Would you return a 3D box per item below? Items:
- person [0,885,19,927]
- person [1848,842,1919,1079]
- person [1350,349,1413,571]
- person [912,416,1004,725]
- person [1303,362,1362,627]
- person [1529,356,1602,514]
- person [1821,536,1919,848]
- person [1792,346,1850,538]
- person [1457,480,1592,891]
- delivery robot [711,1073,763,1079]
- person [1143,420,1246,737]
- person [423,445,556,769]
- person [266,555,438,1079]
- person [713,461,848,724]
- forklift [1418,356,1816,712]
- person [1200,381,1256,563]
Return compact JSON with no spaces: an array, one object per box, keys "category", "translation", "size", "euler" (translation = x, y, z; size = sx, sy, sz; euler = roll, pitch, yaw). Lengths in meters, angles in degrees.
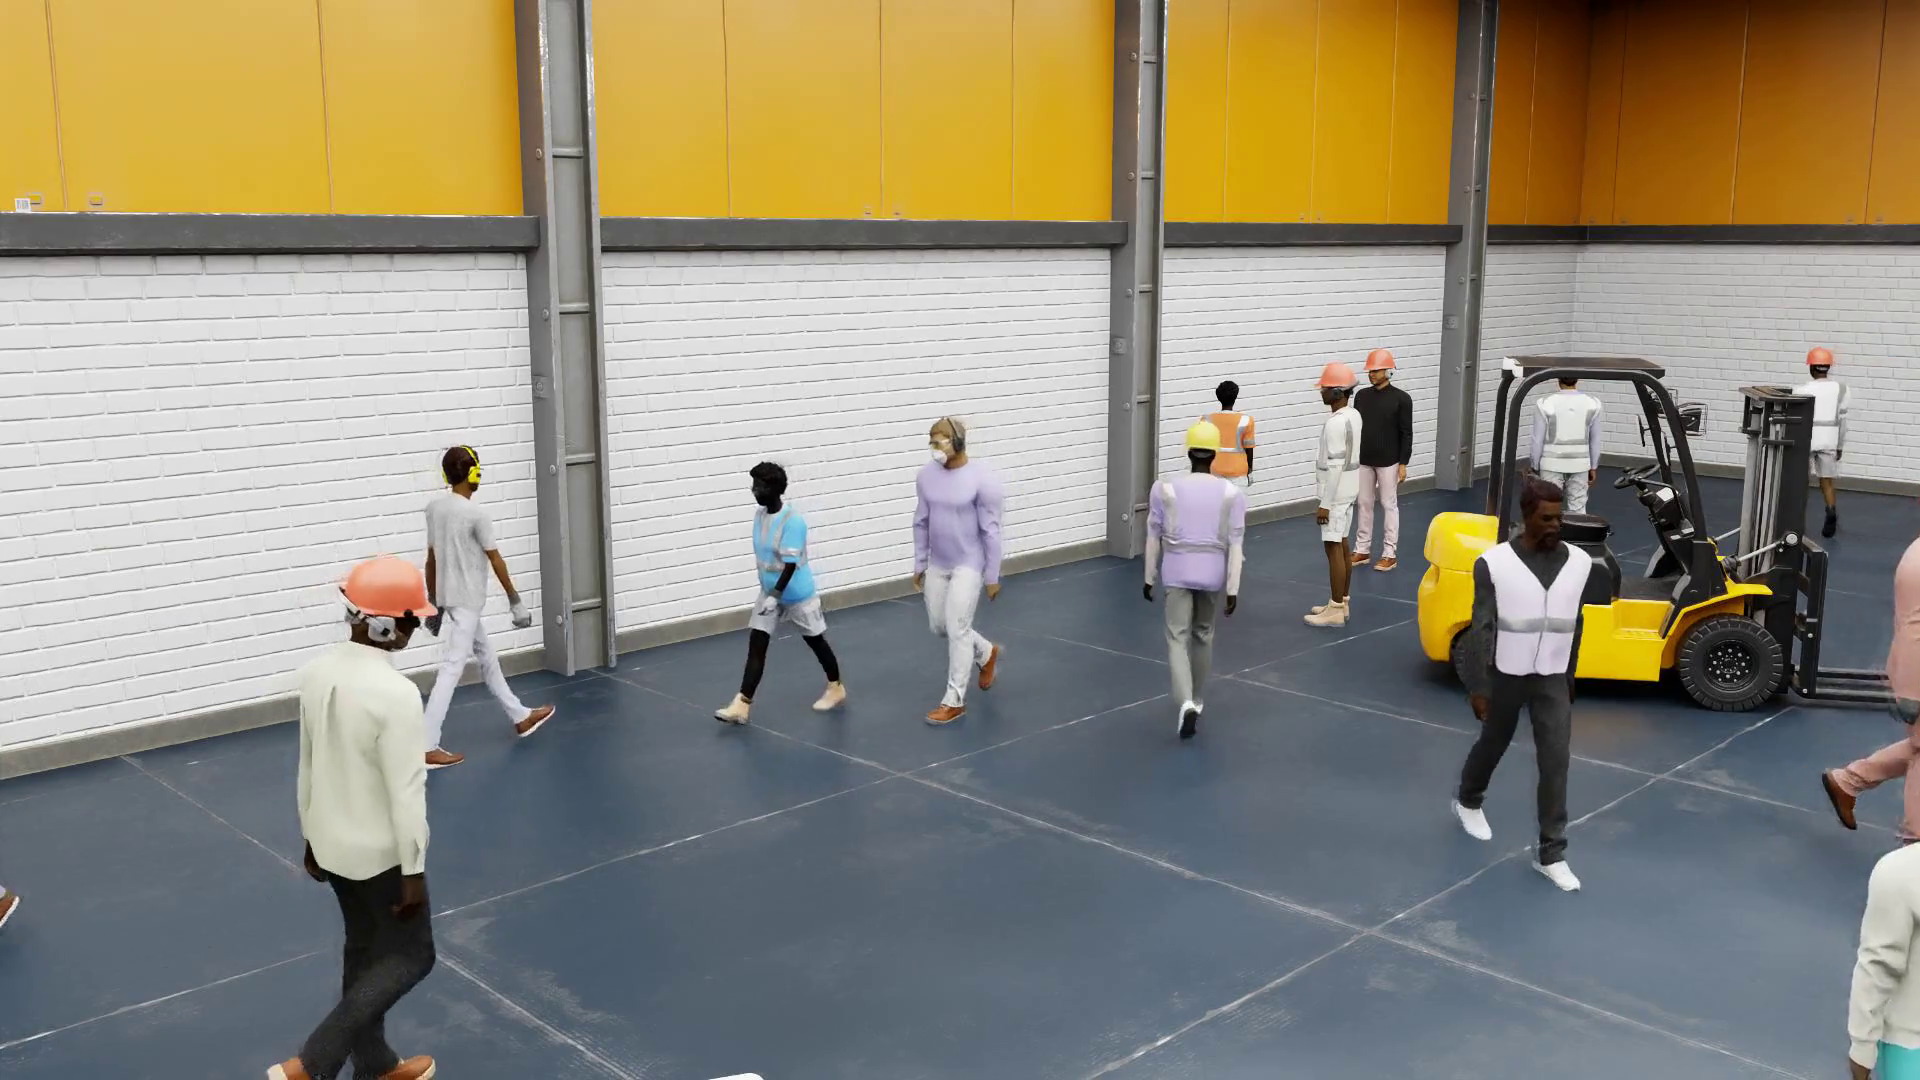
[{"category":"person","translation":[-4.408,0.968,6.873],"size":[0.496,1.599,0.777],"euler":[10,14,42]},{"category":"person","translation":[2.637,1.350,4.385],"size":[0.539,1.753,0.416],"euler":[0,10,-3]},{"category":"person","translation":[3.767,-0.724,15.014],"size":[0.388,1.992,0.625],"euler":[-9,14,-42]},{"category":"person","translation":[0.032,0.163,10.412],"size":[0.634,1.914,0.741],"euler":[9,14,39]},{"category":"person","translation":[2.886,-0.350,12.838],"size":[0.365,2.047,0.608],"euler":[5,11,24]},{"category":"person","translation":[5.365,-0.657,14.792],"size":[0.624,1.945,0.406],"euler":[1,10,4]},{"category":"person","translation":[4.556,0.626,7.954],"size":[0.637,1.886,0.670],"euler":[9,14,41]},{"category":"person","translation":[8.544,-0.965,16.558],"size":[0.549,1.914,0.780],"euler":[2,11,12]},{"category":"person","translation":[2.694,0.626,7.989],"size":[0.604,1.881,0.974],"euler":[-2,11,-9]},{"category":"delivery robot","translation":[-0.648,1.819,4.822],"size":[0.477,0.478,0.707],"euler":[-4,11,-19]},{"category":"person","translation":[1.430,0.224,10.118],"size":[0.591,1.899,0.878],"euler":[0,10,1]},{"category":"person","translation":[-2.780,0.364,9.589],"size":[0.530,1.806,1.021],"euler":[10,14,42]},{"category":"person","translation":[-2.029,1.030,5.527],"size":[0.672,1.965,0.650],"euler":[8,13,36]},{"category":"person","translation":[-1.082,0.320,10.304],"size":[0.950,1.636,0.521],"euler":[-10,14,-43]},{"category":"forklift","translation":[4.276,-0.101,11.076],"size":[2.313,2.155,1.214],"euler":[2,11,13]},{"category":"person","translation":[2.436,-0.612,15.242],"size":[0.531,1.694,0.320],"euler":[4,11,21]}]
